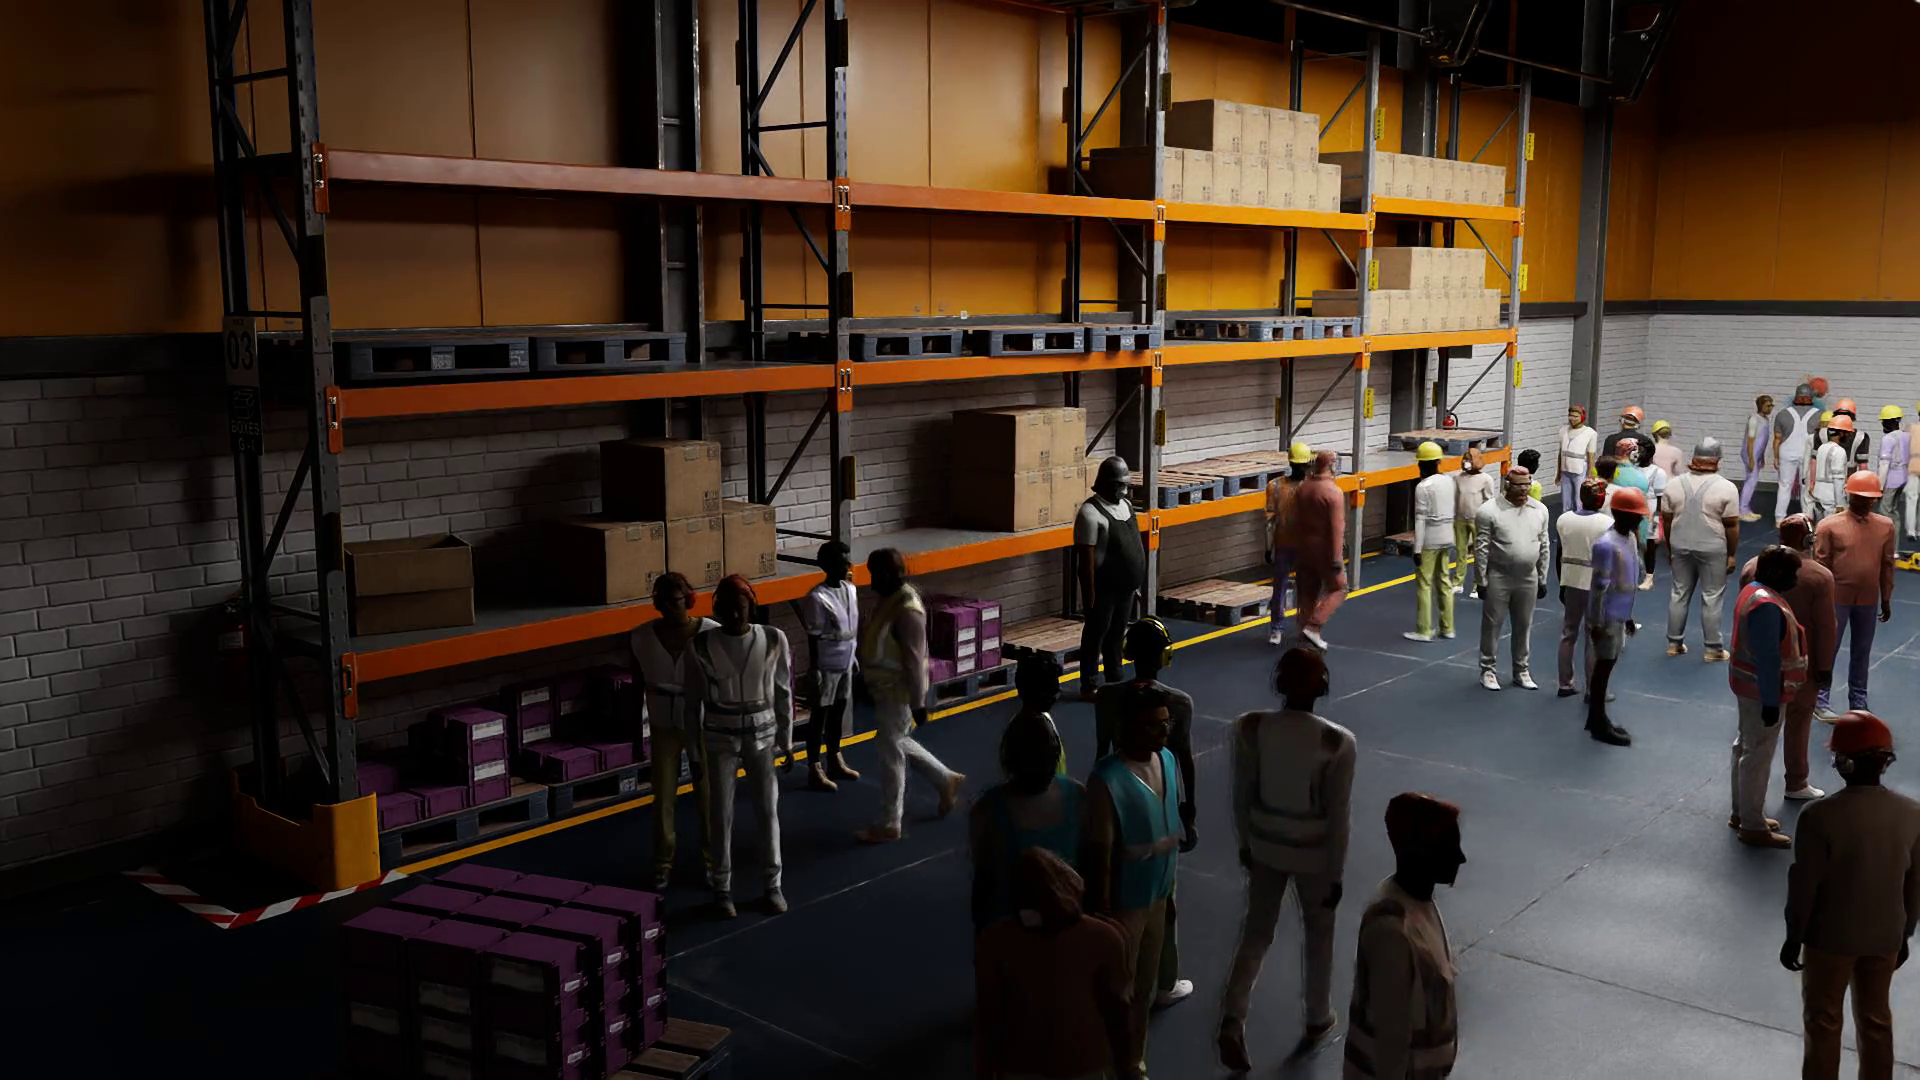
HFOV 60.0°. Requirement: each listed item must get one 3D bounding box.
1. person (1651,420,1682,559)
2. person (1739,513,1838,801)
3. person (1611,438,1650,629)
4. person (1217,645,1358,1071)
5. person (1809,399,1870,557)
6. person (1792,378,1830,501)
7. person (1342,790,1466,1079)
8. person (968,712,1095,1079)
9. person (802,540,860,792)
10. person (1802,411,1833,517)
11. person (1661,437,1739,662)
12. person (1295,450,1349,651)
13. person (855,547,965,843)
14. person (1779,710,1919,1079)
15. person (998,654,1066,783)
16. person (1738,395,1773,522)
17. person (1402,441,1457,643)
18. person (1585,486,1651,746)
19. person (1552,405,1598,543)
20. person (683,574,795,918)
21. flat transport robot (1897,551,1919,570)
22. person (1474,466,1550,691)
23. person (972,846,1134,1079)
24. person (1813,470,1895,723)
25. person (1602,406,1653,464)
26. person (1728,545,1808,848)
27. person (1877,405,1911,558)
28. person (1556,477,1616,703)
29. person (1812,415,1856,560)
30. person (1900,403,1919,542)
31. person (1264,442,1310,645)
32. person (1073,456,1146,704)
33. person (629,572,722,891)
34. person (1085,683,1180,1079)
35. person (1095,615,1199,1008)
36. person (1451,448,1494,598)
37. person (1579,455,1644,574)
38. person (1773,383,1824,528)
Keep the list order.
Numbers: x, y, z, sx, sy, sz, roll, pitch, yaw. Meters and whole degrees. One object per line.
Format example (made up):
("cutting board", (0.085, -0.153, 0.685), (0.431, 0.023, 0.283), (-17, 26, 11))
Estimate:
("person", (8.551, -0.594, 20.371), (0.560, 1.728, 0.524), (0, 9, 2))
("person", (5.507, 0.768, 11.054), (0.409, 1.908, 0.647), (-6, 11, -34))
("person", (6.548, -0.064, 16.468), (0.398, 1.898, 0.642), (-4, 10, -27))
("person", (1.419, 1.386, 7.278), (0.582, 1.857, 0.872), (5, 10, 29))
("person", (10.600, -0.688, 20.072), (0.614, 2.029, 0.409), (5, 10, 31))
("person", (13.239, -1.567, 26.019), (0.404, 1.945, 0.721), (-2, 9, -11))
("person", (1.368, 1.695, 5.168), (0.340, 1.883, 0.581), (3, 9, 21))
("person", (0.239, 1.517, 6.533), (0.519, 1.819, 0.783), (-5, 10, -27))
("person", (-0.864, 0.837, 11.283), (0.321, 1.695, 0.537), (5, 10, 30))
("person", (11.423, -0.844, 22.027), (0.487, 1.729, 0.322), (5, 10, 27))
("person", (6.751, 0.073, 15.105), (0.538, 2.000, 0.685), (-8, 12, -41))
("person", (3.360, 0.105, 15.430), (0.428, 1.878, 0.680), (-4, 10, -25))
("person", (-0.310, 0.934, 10.352), (0.708, 1.804, 0.653), (-2, 9, -13))
("person", (3.526, 1.538, 6.615), (0.567, 1.743, 0.353), (-2, 9, -11))
("person", (0.337, 1.369, 7.867), (0.320, 1.692, 0.531), (3, 9, 17))
("person", (11.388, -1.166, 23.823), (0.513, 1.830, 0.403), (-9, 12, -44))
("person", (4.500, 0.015, 15.896), (0.595, 1.916, 0.405), (-7, 11, -37))
("person", (4.900, 0.547, 12.416), (0.396, 1.932, 0.552), (8, 12, 42))
("person", (8.044, -0.849, 21.717), (0.395, 1.836, 0.561), (-5, 10, -29))
("person", (-1.195, 1.105, 8.993), (0.585, 1.876, 0.351), (-2, 9, -15))
("flat transport robot", (11.604, 0.320, 19.198), (0.652, 0.197, 1.431), (-1, 9, -6))
("person", (4.641, 0.321, 13.969), (0.645, 1.900, 0.399), (-1, 9, -6))
("person", (0.310, 1.774, 5.540), (0.543, 1.597, 0.421), (1, 9, 3))
("person", (6.919, 0.446, 12.890), (0.614, 1.987, 0.408), (0, 9, -1))
("person", (7.952, -0.621, 19.937), (0.690, 1.941, 0.647), (-3, 9, -16))
("person", (4.938, 0.938, 10.189), (0.429, 1.840, 0.624), (3, 9, 17))
("person", (11.484, -0.707, 20.564), (0.592, 1.912, 0.399), (-7, 11, -38))
("person", (5.108, 0.407, 13.579), (0.389, 1.846, 0.567), (-6, 11, -34))
("person", (9.955, -0.467, 18.970), (0.389, 1.925, 0.549), (1, 9, 6))
("person", (12.724, -0.919, 22.049), (0.598, 1.881, 0.962), (5, 10, 30))
("person", (3.166, 0.036, 15.705), (0.587, 1.929, 0.360), (0, 9, 3))
("person", (1.245, 0.314, 13.551), (0.537, 2.000, 0.683), (7, 11, 38))
("person", (-1.562, 1.067, 9.372), (0.565, 1.834, 0.400), (0, 9, 1))
("person", (0.684, 1.470, 6.722), (0.373, 1.843, 0.570), (6, 11, 34))
("person", (0.886, 1.279, 7.878), (0.510, 1.872, 0.328), (4, 10, 23))
("person", (5.556, -0.189, 18.099), (0.286, 1.634, 0.500), (-7, 12, -40))
("person", (5.999, 0.130, 15.424), (0.561, 1.825, 0.786), (1, 9, 5))
("person", (11.693, -1.175, 23.152), (0.687, 2.000, 0.535), (5, 10, 30))
